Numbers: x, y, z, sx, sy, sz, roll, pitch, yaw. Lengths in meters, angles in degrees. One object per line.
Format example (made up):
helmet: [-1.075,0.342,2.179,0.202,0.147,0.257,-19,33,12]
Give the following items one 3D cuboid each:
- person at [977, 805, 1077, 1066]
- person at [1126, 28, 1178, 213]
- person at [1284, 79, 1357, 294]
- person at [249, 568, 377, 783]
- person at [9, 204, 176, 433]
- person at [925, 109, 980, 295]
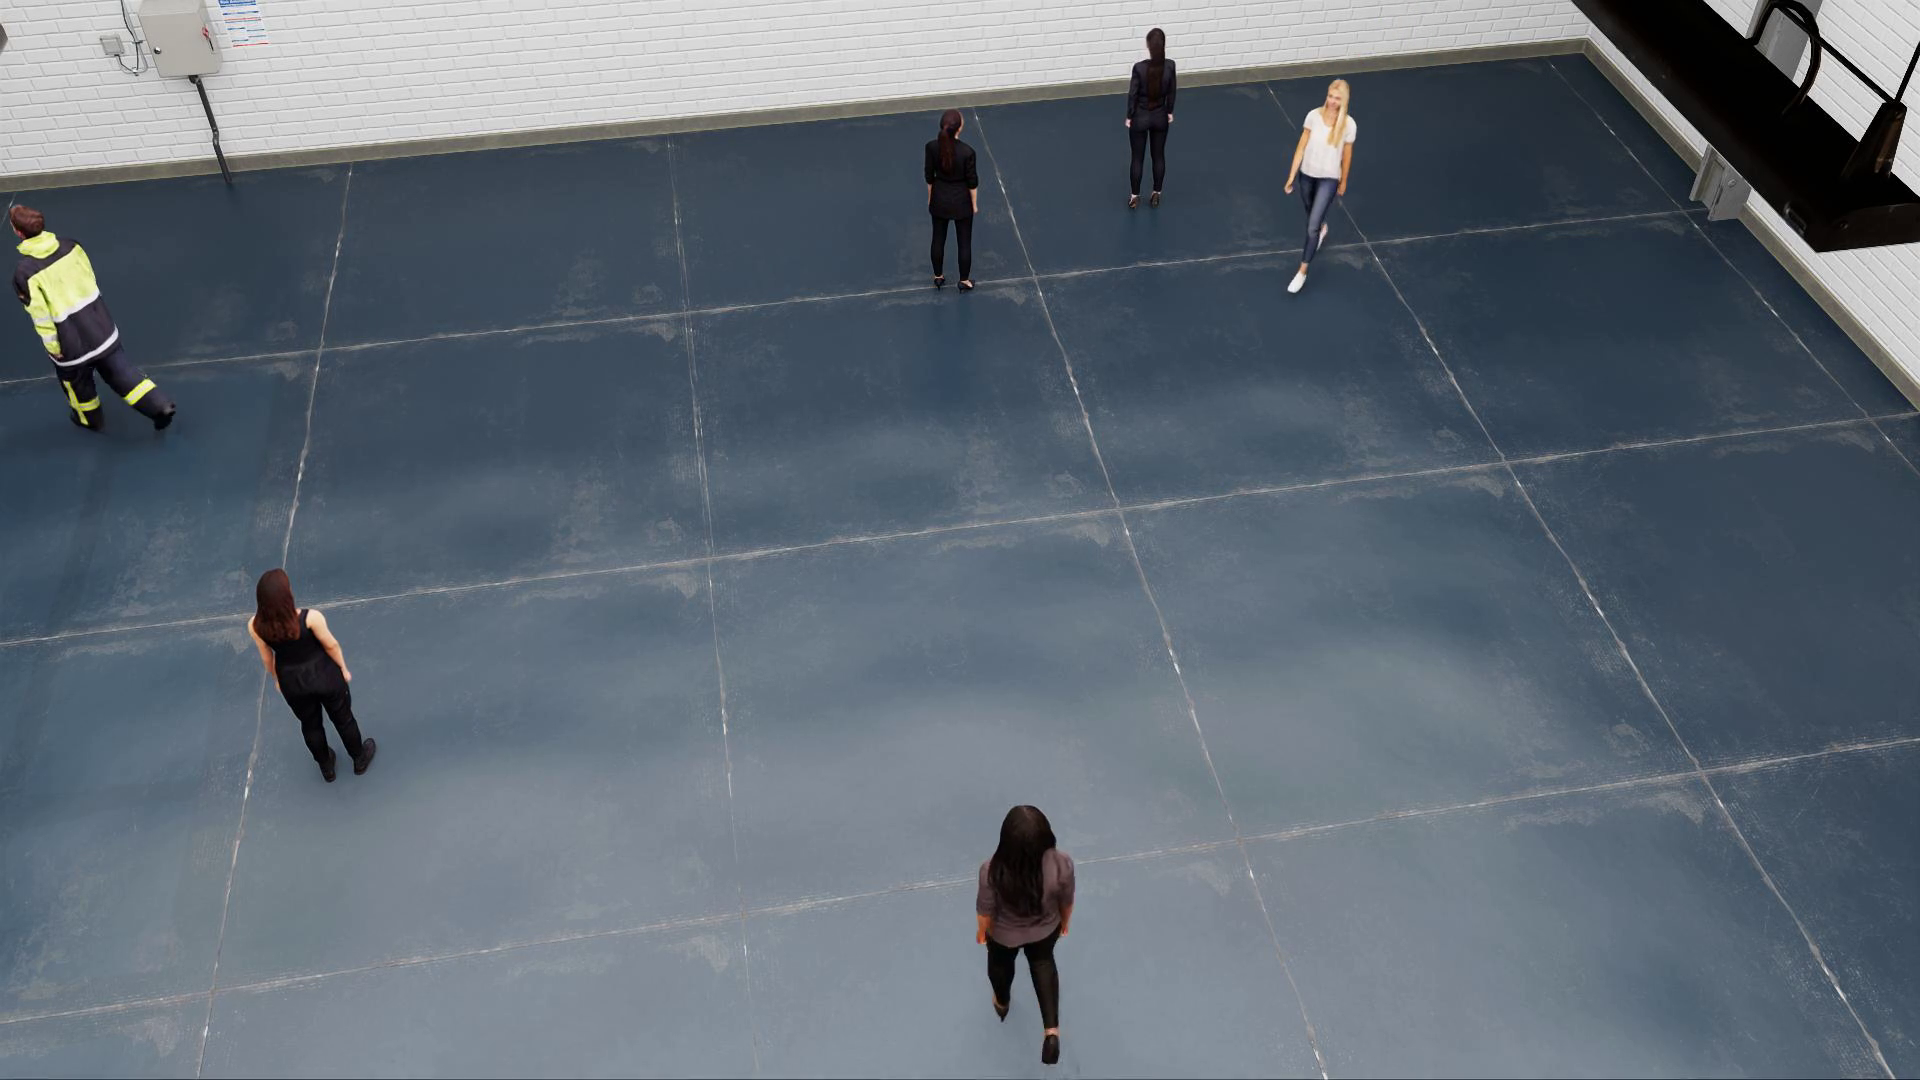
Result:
person: [0.337,2.050,8.461,0.639,1.825,0.873,-7,44,-7]
person: [1.662,-3.671,14.546,0.566,1.714,0.463,-7,44,-7]
person: [3.018,-3.030,13.835,1.128,1.768,1.197,25,49,24]
person: [-3.856,0.813,9.858,0.582,1.688,0.538,-8,44,-8]
person: [-6.380,-1.538,12.138,1.218,1.948,1.253,16,46,17]
person: [-0.072,-2.757,13.625,0.687,1.662,0.701,13,45,13]
